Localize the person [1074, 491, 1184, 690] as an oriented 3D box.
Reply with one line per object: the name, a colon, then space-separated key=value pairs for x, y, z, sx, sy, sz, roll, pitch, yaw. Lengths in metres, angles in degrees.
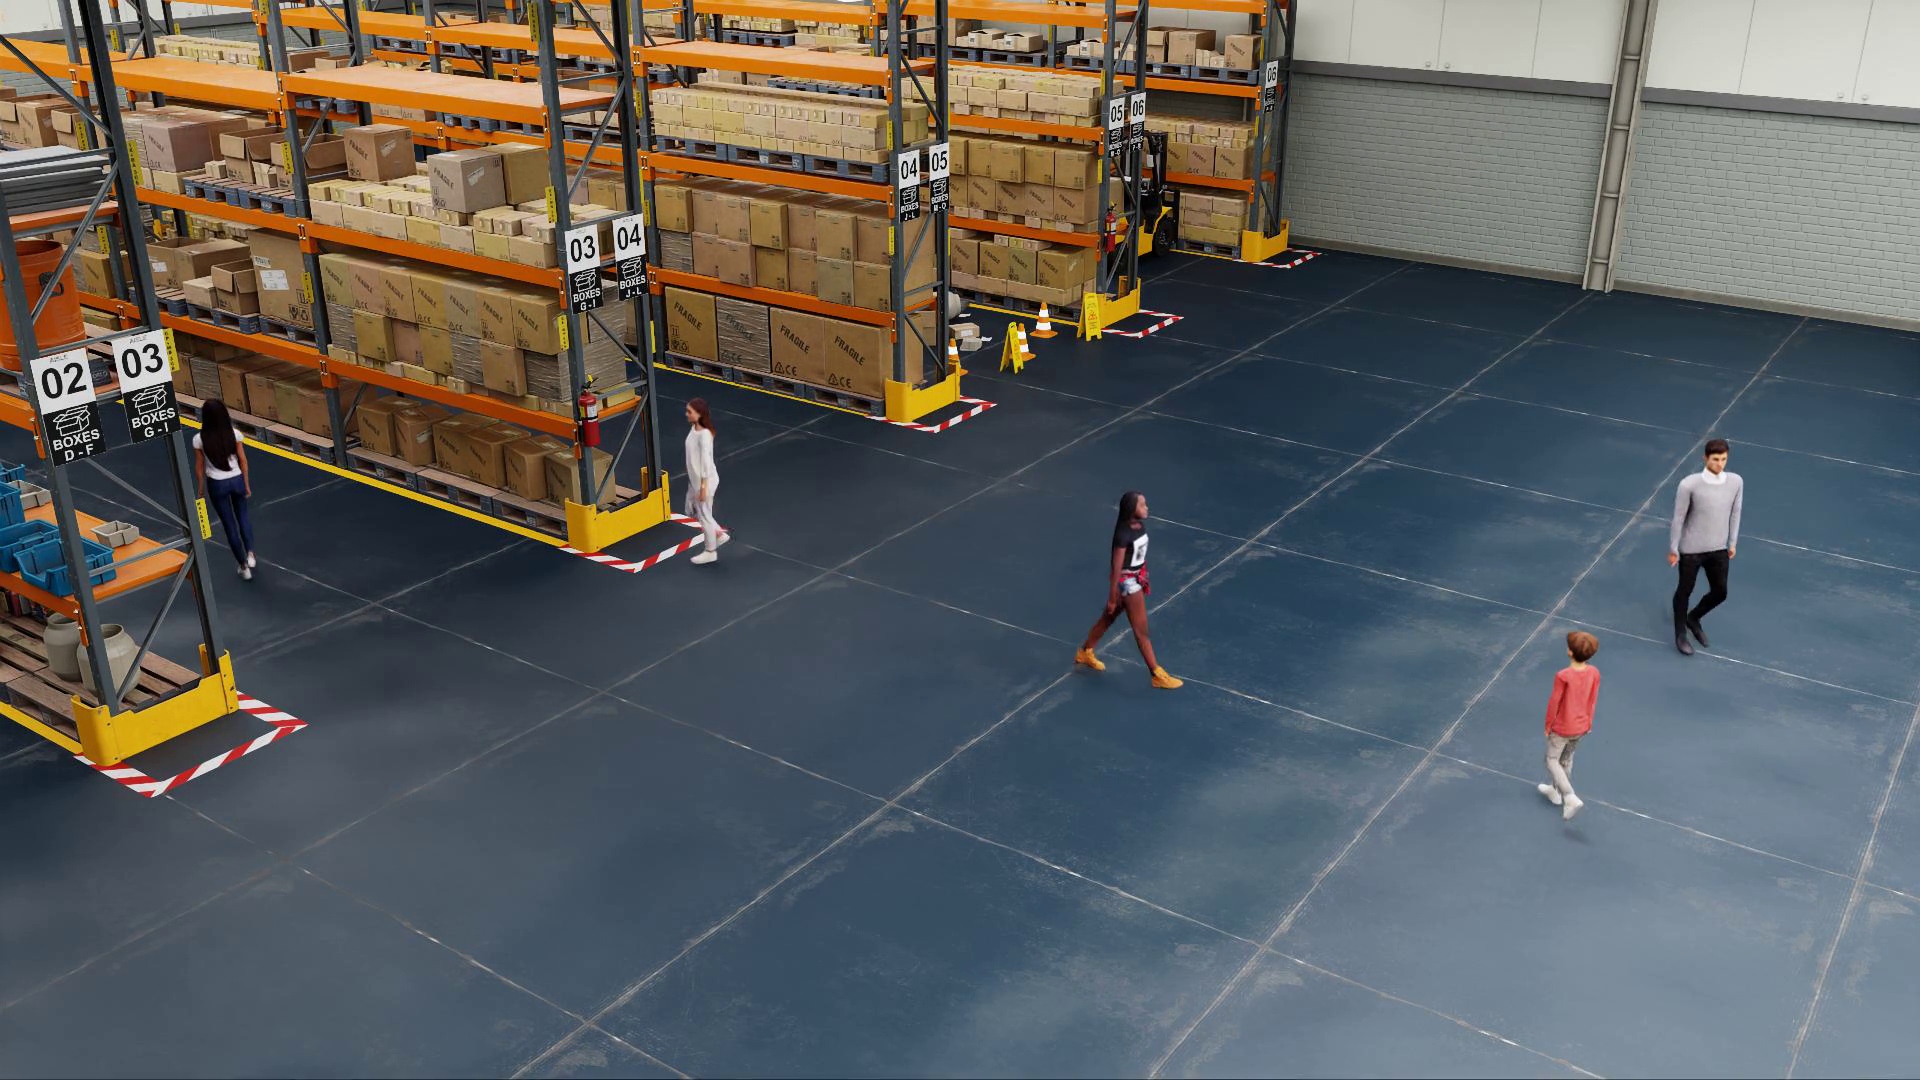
person: x=1.286 y=0.408 z=13.677 sx=1.259 sy=1.674 sz=0.786 roll=9 pitch=25 yaw=21

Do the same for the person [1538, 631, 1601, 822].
person: x=4.377 y=1.339 z=11.839 sx=0.795 sy=1.399 sz=0.886 roll=-6 pitch=24 yaw=-14

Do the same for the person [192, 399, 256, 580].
person: x=-6.846 y=-0.449 z=15.581 sx=0.688 sy=1.761 sz=0.712 roll=-16 pitch=28 yaw=-32

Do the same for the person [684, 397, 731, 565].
person: x=-2.405 y=-0.585 z=16.005 sx=0.810 sy=1.681 sz=0.739 roll=-9 pitch=25 yaw=-20

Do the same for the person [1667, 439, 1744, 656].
person: x=6.353 y=0.012 z=14.300 sx=0.868 sy=1.915 sz=0.960 roll=-1 pitch=23 yaw=-2
